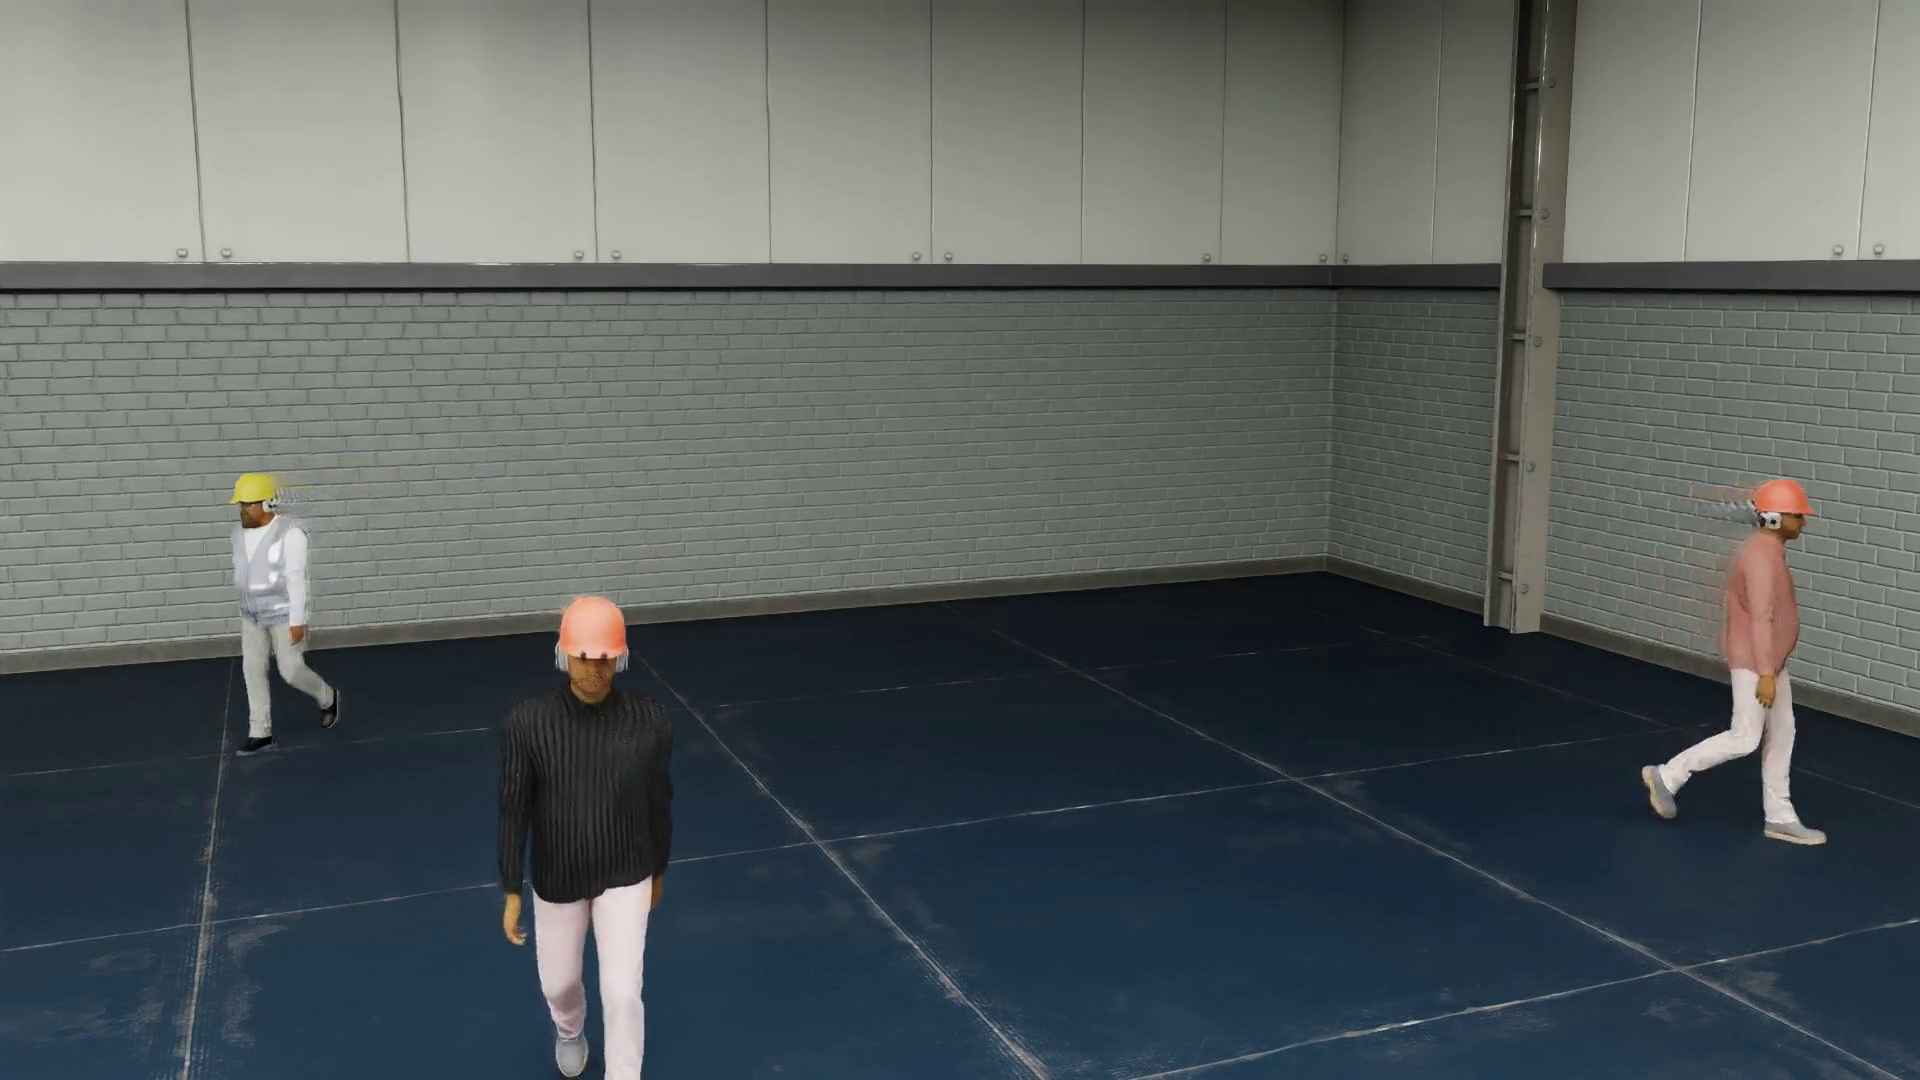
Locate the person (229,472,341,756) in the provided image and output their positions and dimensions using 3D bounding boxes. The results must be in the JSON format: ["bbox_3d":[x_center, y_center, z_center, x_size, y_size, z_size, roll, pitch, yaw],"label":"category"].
[{"bbox_3d":[-4.357,0.444,10.666,0.587,1.807,0.691,3,10,21],"label":"person"}]

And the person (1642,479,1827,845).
[{"bbox_3d":[4.219,0.640,8.937,0.848,1.974,0.617,6,11,34],"label":"person"}]

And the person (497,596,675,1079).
[{"bbox_3d":[-1.299,1.133,5.850,0.605,1.968,0.897,-2,9,-10],"label":"person"}]
